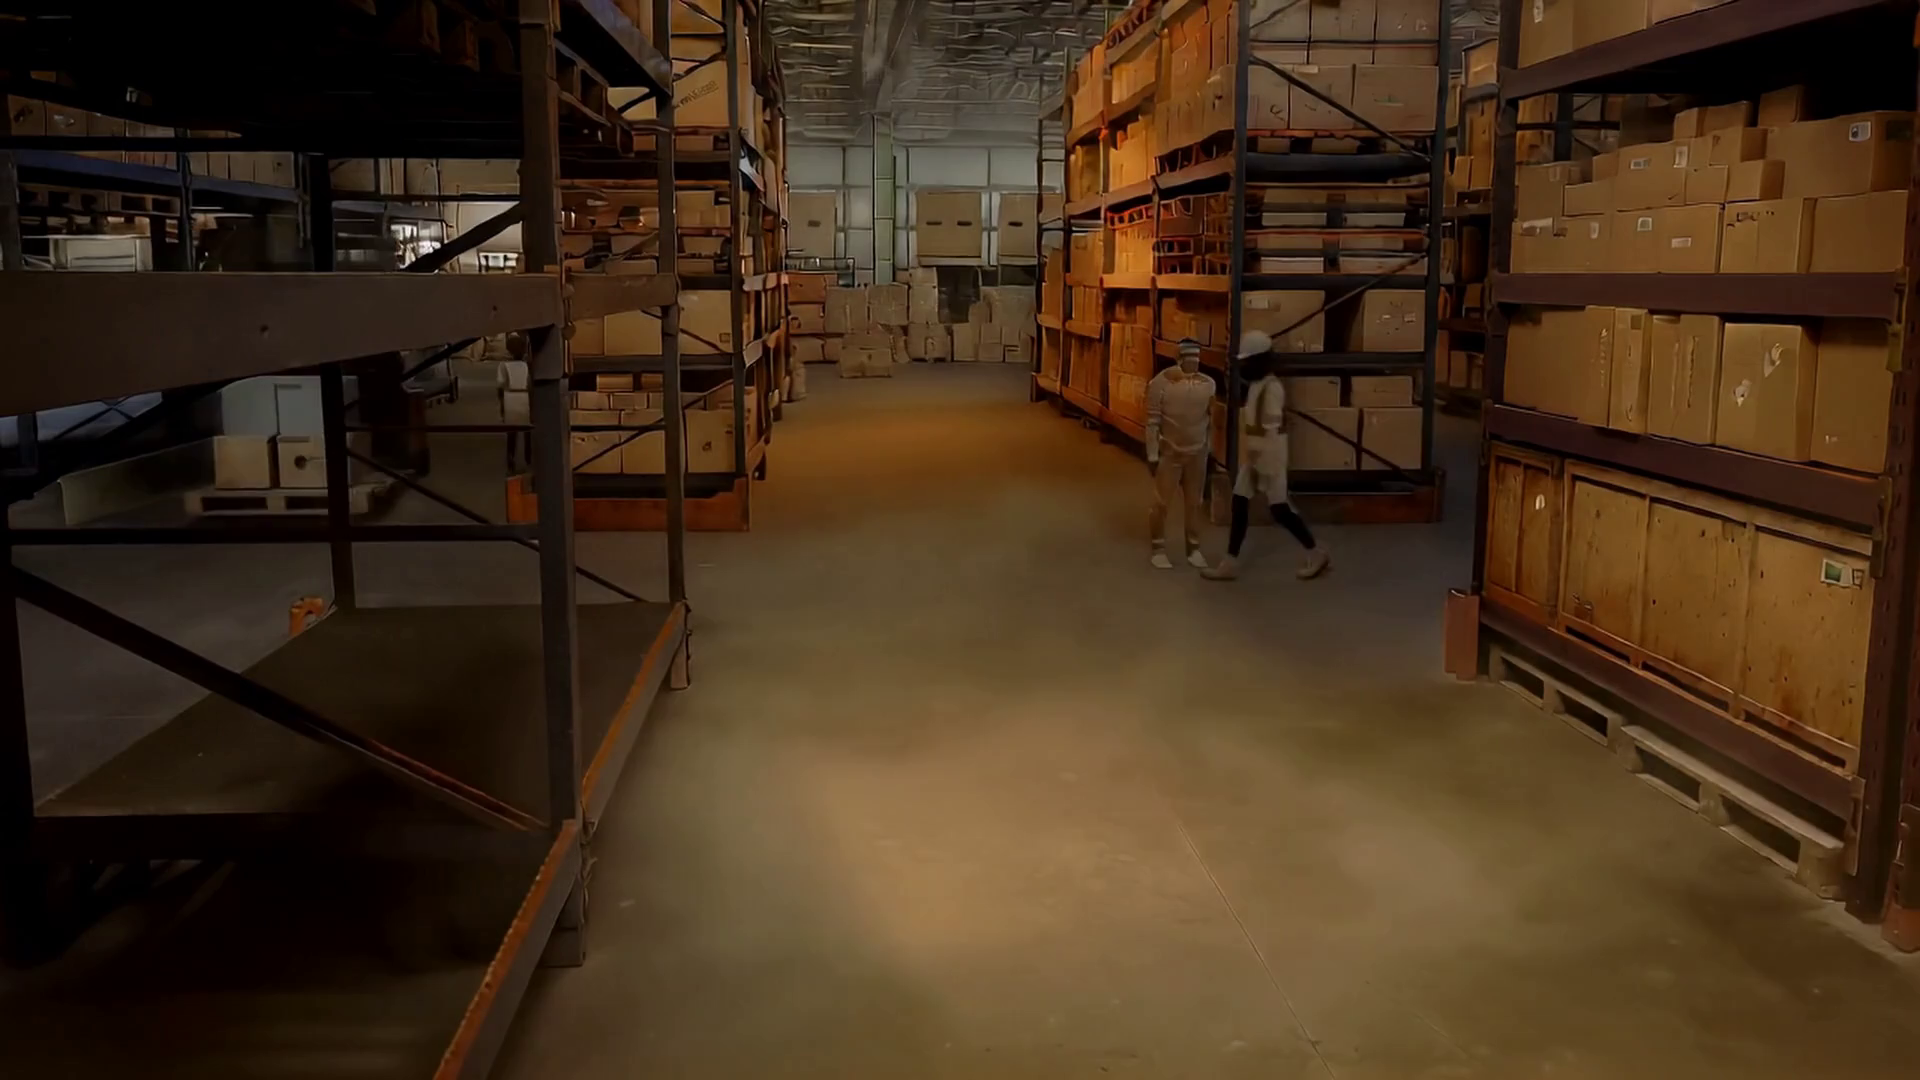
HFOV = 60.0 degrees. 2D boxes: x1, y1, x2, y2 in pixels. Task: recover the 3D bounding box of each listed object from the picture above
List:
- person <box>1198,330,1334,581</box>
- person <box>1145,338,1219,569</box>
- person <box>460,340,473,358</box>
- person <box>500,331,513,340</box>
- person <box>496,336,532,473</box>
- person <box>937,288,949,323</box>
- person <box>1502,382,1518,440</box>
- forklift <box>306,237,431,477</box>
[{"bbox_3d":[2.439,-0.651,13.011,1.019,1.998,0.624,-1,9,-6],"label":"person"},{"bbox_3d":[1.836,-0.706,13.652,0.644,1.900,0.401,-3,9,-17],"label":"person"},{"bbox_3d":[-14.270,-6.155,47.898,0.340,1.882,0.586,8,12,43],"label":"person"},{"bbox_3d":[-16.836,-8.482,62.018,0.709,2.000,0.538,3,9,17],"label":"person"},{"bbox_3d":[-5.291,-1.601,19.956,0.540,1.678,0.661,-1,9,-5],"label":"person"},{"bbox_3d":[-0.751,-9.785,70.703,0.953,1.889,0.605,-4,10,-22],"label":"person"},{"bbox_3d":[5.465,-1.035,16.369,0.565,1.683,0.344,2,9,10],"label":"person"},{"bbox_3d":[-6.805,-2.024,18.839,1.129,2.768,1.873,-1,9,-4],"label":"forklift"}]
